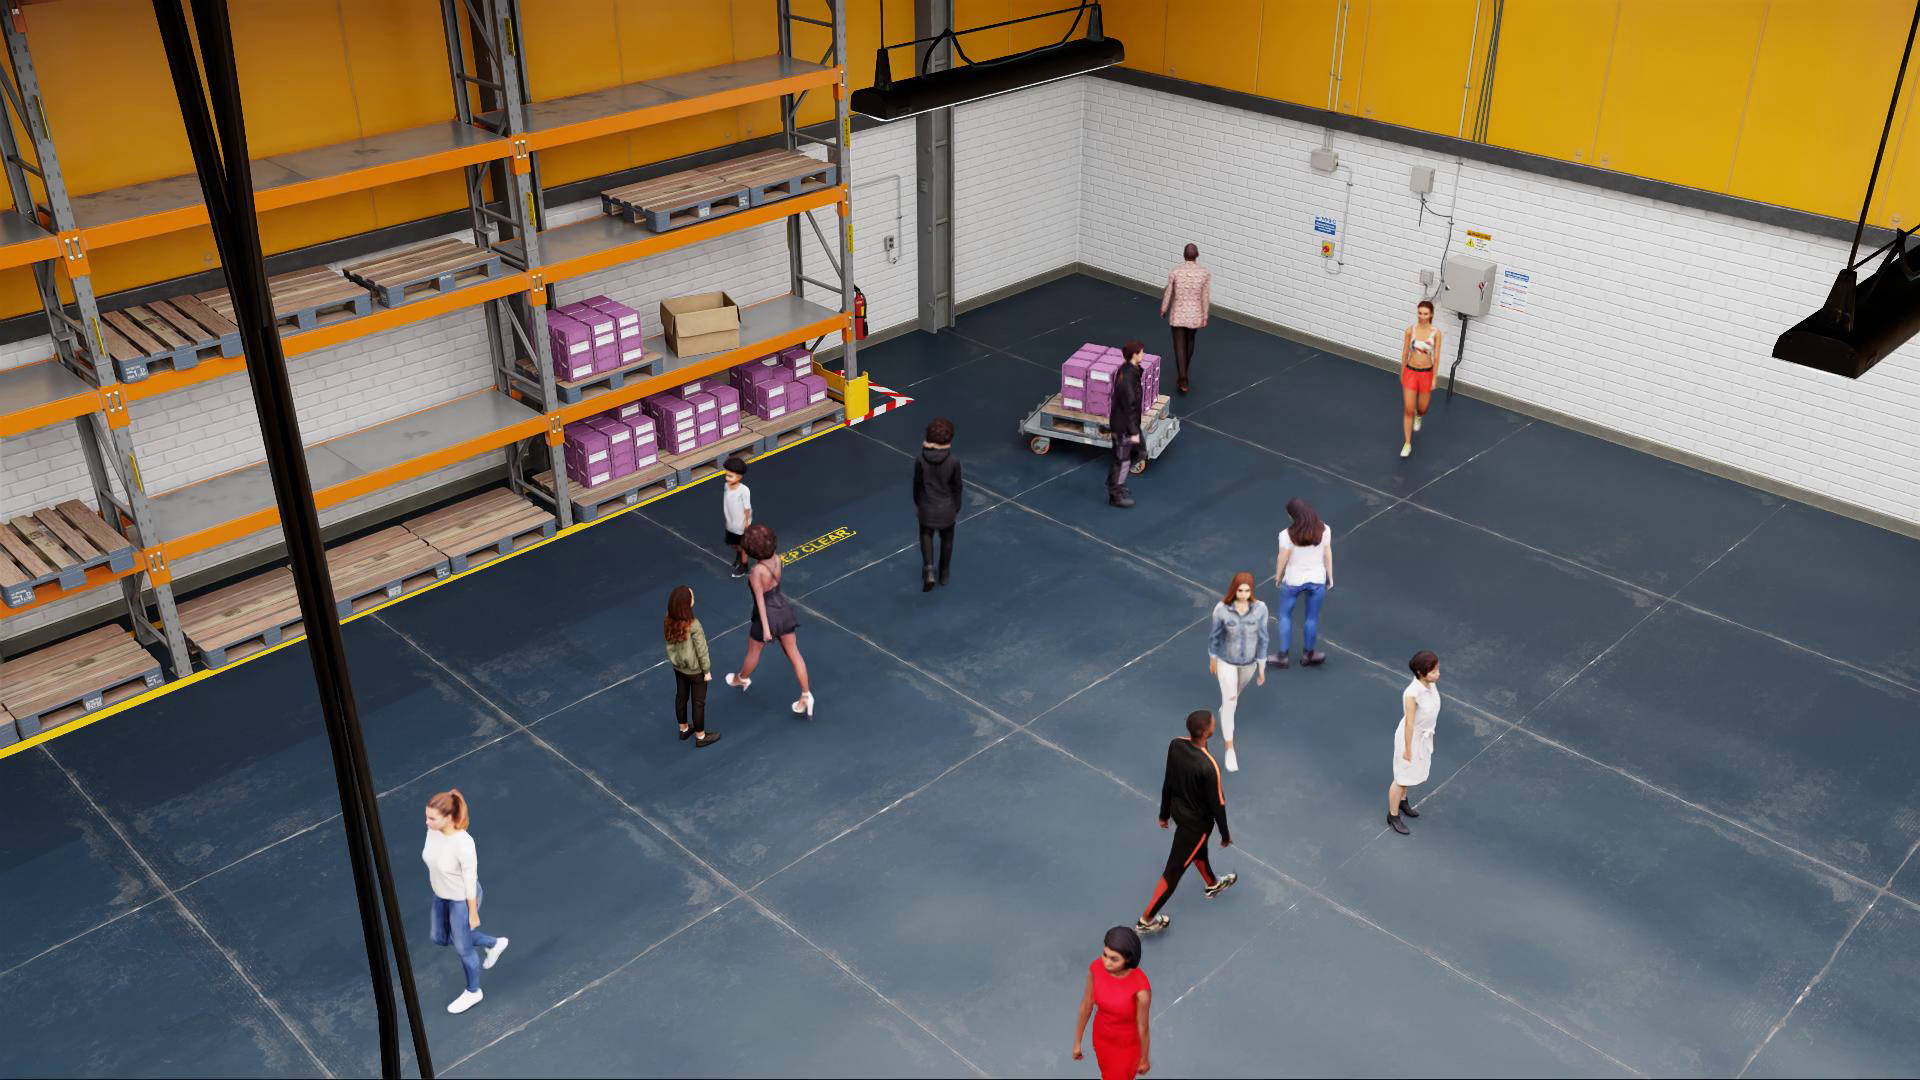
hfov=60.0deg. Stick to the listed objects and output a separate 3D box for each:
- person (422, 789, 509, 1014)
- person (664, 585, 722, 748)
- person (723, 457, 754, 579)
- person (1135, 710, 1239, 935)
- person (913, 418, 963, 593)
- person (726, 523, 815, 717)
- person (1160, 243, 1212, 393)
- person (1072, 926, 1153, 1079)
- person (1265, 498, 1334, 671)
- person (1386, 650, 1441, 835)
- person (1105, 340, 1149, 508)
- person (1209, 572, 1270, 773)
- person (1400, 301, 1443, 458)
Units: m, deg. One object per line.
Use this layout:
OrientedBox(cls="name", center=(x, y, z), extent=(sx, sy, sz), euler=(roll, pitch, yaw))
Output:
OrientedBox(cls="person", center=(-3.261, 2.338, 11.019), extent=(0.613, 1.713, 0.762), euler=(25, 37, 38))
OrientedBox(cls="person", center=(-2.228, 1.026, 13.672), extent=(0.605, 1.475, 0.548), euler=(20, 34, 32))
OrientedBox(cls="person", center=(-2.123, -0.247, 16.242), extent=(0.539, 1.250, 0.598), euler=(18, 33, 29))
OrientedBox(cls="person", center=(1.540, 1.997, 11.598), extent=(1.265, 1.757, 0.841), euler=(-17, 33, -28))
OrientedBox(cls="person", center=(-0.222, -0.291, 15.784), extent=(0.945, 1.765, 1.027), euler=(2, 29, 4))
OrientedBox(cls="person", center=(-1.500, 0.721, 13.966), extent=(0.822, 1.730, 1.118), euler=(15, 32, 26))
OrientedBox(cls="person", center=(2.742, -2.654, 20.118), extent=(1.194, 1.765, 1.188), euler=(-4, 29, -6))
OrientedBox(cls="person", center=(0.979, 2.952, 9.876), extent=(0.627, 1.730, 0.677), euler=(20, 35, 33))
OrientedBox(cls="person", center=(3.067, 0.401, 14.630), extent=(0.821, 1.657, 0.857), euler=(9, 30, 16))
OrientedBox(cls="person", center=(3.459, 1.513, 12.696), extent=(0.663, 1.556, 0.527), euler=(16, 33, 27))
OrientedBox(cls="person", center=(1.650, -1.221, 17.426), extent=(0.933, 1.827, 0.814), euler=(8, 30, 14))
OrientedBox(cls="person", center=(2.254, 0.963, 13.597), extent=(1.109, 1.659, 1.131), euler=(-1, 29, -2))
OrientedBox(cls="person", center=(5.152, -1.848, 18.626), extent=(0.835, 1.777, 1.046), euler=(10, 30, 18))
